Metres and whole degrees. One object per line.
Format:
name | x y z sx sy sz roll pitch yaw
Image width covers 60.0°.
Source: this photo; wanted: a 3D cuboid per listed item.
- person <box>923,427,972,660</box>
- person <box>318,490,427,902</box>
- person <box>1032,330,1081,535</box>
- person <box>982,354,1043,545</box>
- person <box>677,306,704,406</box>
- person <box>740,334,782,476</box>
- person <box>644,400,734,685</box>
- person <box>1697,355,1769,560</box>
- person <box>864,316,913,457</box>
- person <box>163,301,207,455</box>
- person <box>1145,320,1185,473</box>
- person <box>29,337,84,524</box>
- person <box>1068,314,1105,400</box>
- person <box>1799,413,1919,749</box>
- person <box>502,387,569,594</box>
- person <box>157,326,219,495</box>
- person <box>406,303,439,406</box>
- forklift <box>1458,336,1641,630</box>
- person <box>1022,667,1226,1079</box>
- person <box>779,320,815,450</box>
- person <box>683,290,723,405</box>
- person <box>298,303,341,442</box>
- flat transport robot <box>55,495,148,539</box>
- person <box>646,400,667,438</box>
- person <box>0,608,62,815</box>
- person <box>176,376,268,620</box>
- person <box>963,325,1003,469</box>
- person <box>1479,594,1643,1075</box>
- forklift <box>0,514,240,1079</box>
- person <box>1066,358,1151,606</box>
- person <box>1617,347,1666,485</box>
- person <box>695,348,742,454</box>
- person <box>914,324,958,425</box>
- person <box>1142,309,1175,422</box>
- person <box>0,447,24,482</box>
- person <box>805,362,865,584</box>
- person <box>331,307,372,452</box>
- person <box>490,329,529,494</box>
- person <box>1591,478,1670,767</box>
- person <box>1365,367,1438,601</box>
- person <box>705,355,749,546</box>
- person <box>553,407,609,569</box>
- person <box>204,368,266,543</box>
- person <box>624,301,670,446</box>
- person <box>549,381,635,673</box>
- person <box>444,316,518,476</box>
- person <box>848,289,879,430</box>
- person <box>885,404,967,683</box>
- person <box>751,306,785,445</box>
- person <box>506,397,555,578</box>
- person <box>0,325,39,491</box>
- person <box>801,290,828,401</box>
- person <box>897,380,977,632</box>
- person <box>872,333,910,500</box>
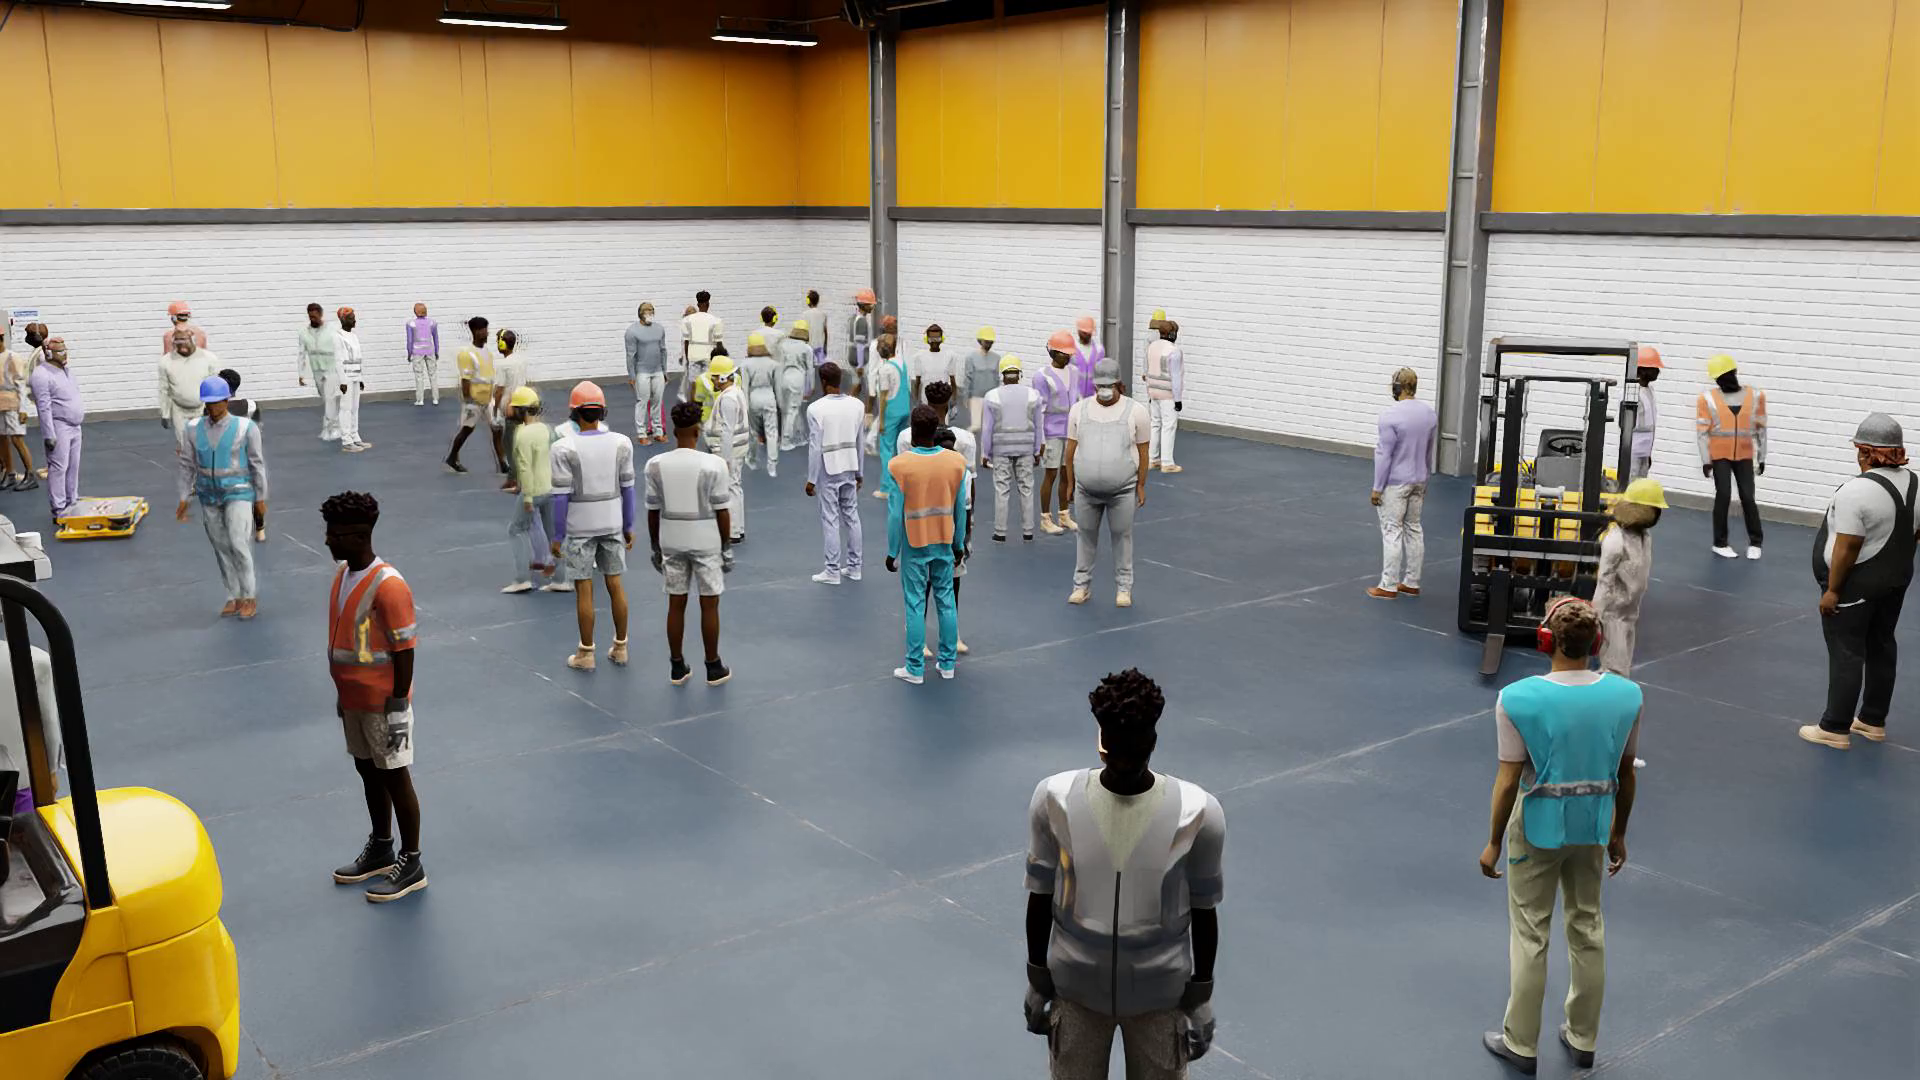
person | -0.146 0.019 12.002 0.532 1.691 0.322 -7 13 -30
person | -2.796 0.729 7.892 0.613 1.963 0.361 11 16 44
person | 0.984 -1.052 16.363 0.615 2.028 0.409 -11 16 -43
person | 0.494 -0.858 15.908 0.586 1.824 0.404 -2 12 -9
person | -4.295 -2.947 26.576 0.884 1.594 0.506 9 15 38
person | -2.387 -1.630 19.976 0.517 1.678 0.951 -4 12 -20
person | -1.830 0.029 11.316 0.605 1.955 0.398 3 12 13
person | 7.138 -0.766 15.372 0.655 1.867 0.401 3 12 12
person | -0.923 -1.918 21.019 1.010 1.839 0.586 10 15 39
person | -9.958 -2.079 21.410 0.414 1.988 0.629 6 13 28
person | 2.497 -1.738 20.142 0.429 1.837 0.633 -6 13 -26
person | -9.132 -1.116 16.948 0.409 1.906 0.651 -1 12 -3
person | 1.494 -1.865 20.619 0.549 1.898 0.927 -3 12 -16
person | 5.446 0.238 10.088 0.689 2.000 0.539 -5 13 -24
person | -3.610 -0.404 13.909 0.662 1.744 0.523 3 12 16
person | -8.571 -1.436 18.533 0.668 1.887 0.441 -3 12 -15
person | -8.537 -2.950 26.457 0.523 1.639 0.306 -9 14 -36
forklift | 4.683 -0.471 13.136 1.214 2.155 2.313 4 12 20
person | 0.480 1.331 5.006 0.602 1.958 0.369 2 12 10
person | -2.124 -2.052 21.972 0.502 1.683 0.806 7 14 32
person | -3.744 -2.660 24.302 0.599 1.959 0.381 1 12 5
person | -8.703 -2.275 22.610 0.621 1.872 0.915 1 12 5
flat transport robot | -8.613 -0.245 16.714 0.652 0.197 1.431 -4 12 -19
person | -4.268 -2.225 22.999 0.288 1.629 0.506 -10 16 -41
person | -4.156 1.001 7.129 0.343 1.746 0.568 11 16 41
person | -5.802 -0.316 13.027 0.623 1.926 0.576 1 12 3
person | 0.278 -1.756 20.383 0.531 1.753 0.438 -5 13 -25
person | 2.266 1.124 6.280 0.570 1.843 0.373 -2 12 -8
forklift | -3.687 1.115 5.480 2.313 2.155 1.214 -9 15 -36
person | 1.176 -0.468 13.497 0.689 2.000 0.538 3 12 15
person | 6.306 -0.821 15.453 0.364 1.935 0.552 11 16 43
person | -2.647 -1.315 18.521 0.538 1.642 0.875 -5 13 -24
person | -0.283 -1.578 19.302 0.514 1.861 0.321 0 12 1
person | 2.791 -2.380 23.450 0.486 1.744 0.294 -4 12 -19
person | -11.140 -1.574 18.913 0.597 2.008 0.939 7 14 31
person | -1.063 -0.574 14.320 0.594 1.910 0.384 -11 16 -42
person | -7.977 -2.100 21.761 0.356 1.883 0.573 1 12 3
person | -5.081 -1.423 18.552 0.642 1.852 0.554 4 12 17
person | 3.810 0.452 9.846 0.632 1.712 0.524 11 16 43
person | 3.655 -0.458 13.735 0.632 1.930 0.375 -8 14 -34
person | -2.214 -0.848 15.876 0.403 1.821 0.600 0 12 -2
person | -3.286 -0.479 14.624 0.522 1.592 0.788 -5 13 -24
person | -6.907 -0.787 15.871 0.540 1.695 0.317 -9 15 -38
person | -4.177 -2.223 22.257 0.382 1.929 0.635 10 16 41
person | -2.580 -0.092 11.673 0.615 2.042 0.372 -8 14 -35
person | -5.767 -1.708 19.793 0.995 1.923 0.620 5 13 21
person | -1.332 -2.540 23.560 0.666 2.014 0.629 -4 12 -17
person | -0.227 0.030 11.384 0.591 1.922 0.390 -6 13 -26
person | -2.553 -2.201 22.302 0.530 1.862 0.327 4 12 18
person | -3.769 -0.480 14.630 0.391 1.600 0.591 -2 12 -10
person | -10.781 -1.501 18.794 0.561 1.922 0.382 4 12 20
person | -2.313 -3.091 26.728 0.542 1.821 0.989 -8 14 -33
person | -0.181 -0.227 12.564 0.610 1.952 0.387 -1 12 -6
person | -0.731 -1.354 18.262 0.361 1.838 0.539 7 13 29
